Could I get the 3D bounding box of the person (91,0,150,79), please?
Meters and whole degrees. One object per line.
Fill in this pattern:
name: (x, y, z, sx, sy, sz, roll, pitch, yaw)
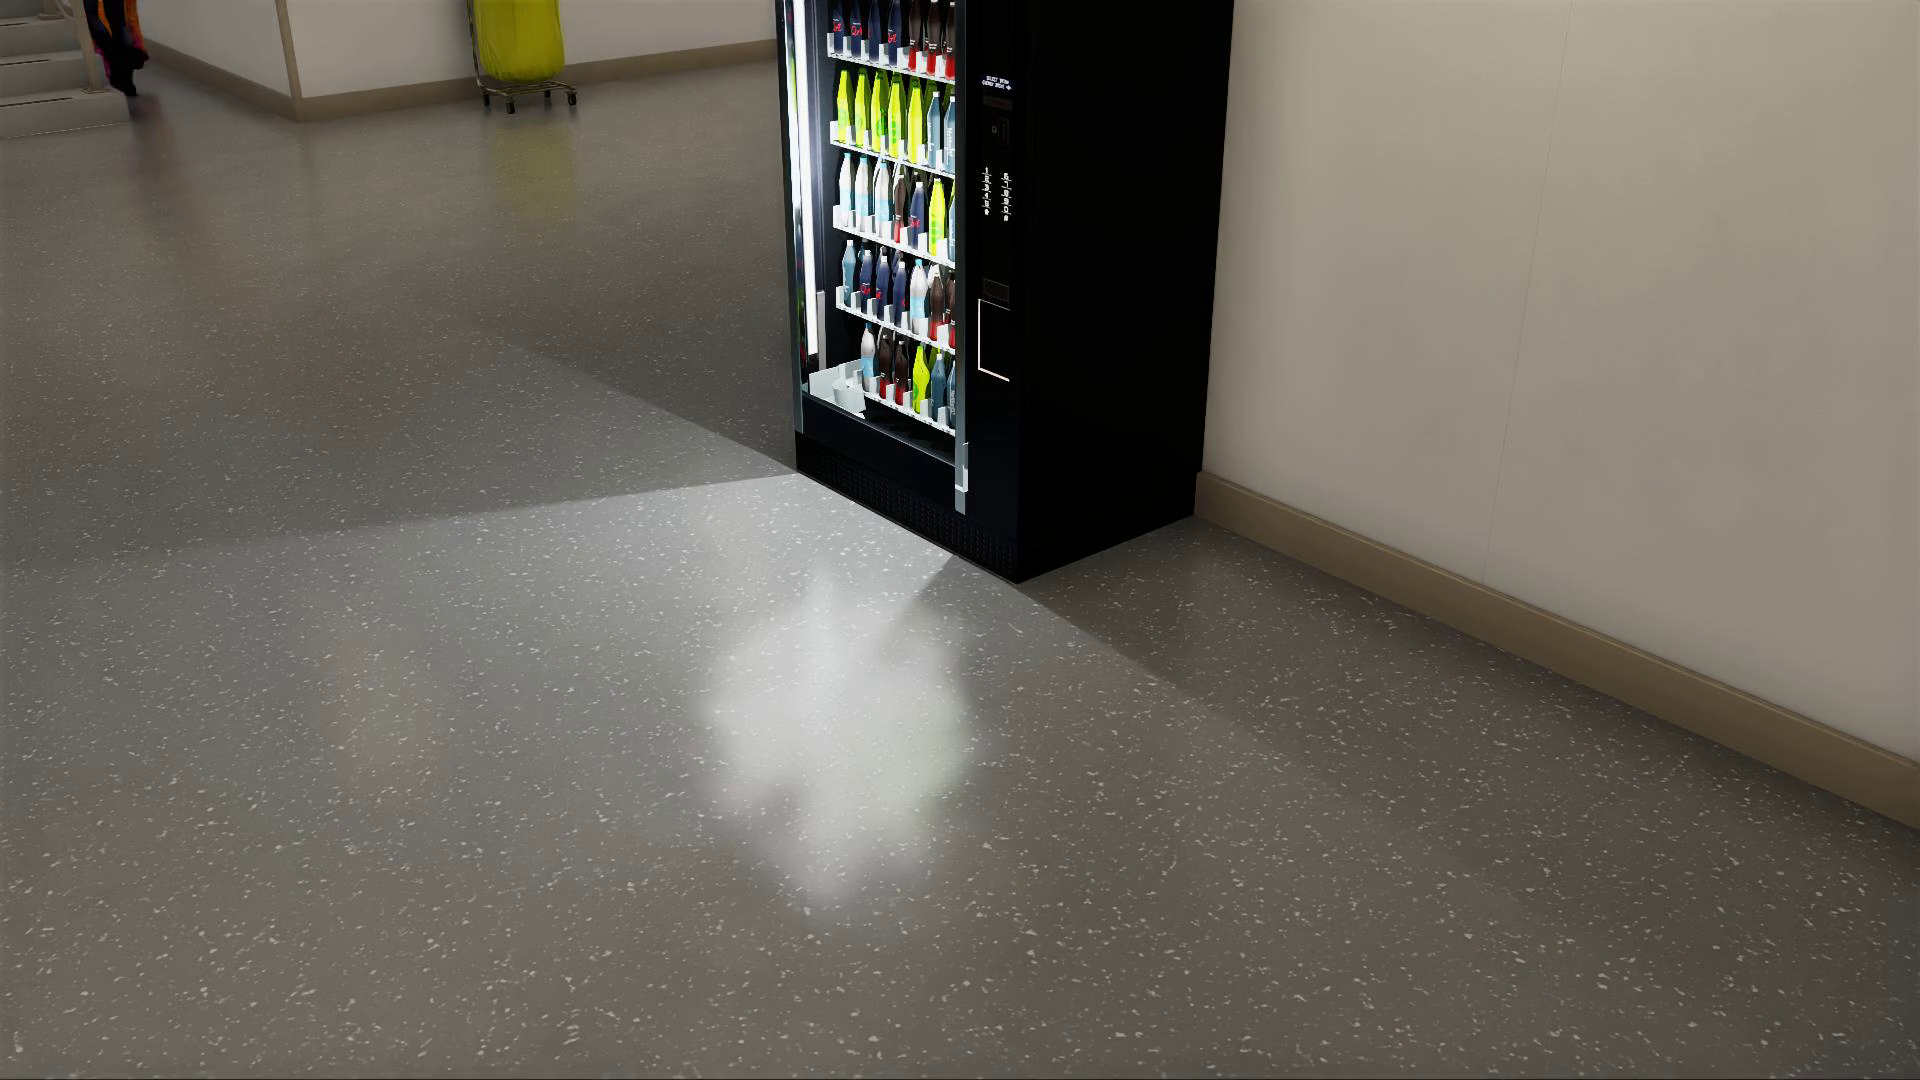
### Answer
person: (-6.584, -4.373, 12.719, 0.674, 1.659, 0.850, -17, 30, -31)
